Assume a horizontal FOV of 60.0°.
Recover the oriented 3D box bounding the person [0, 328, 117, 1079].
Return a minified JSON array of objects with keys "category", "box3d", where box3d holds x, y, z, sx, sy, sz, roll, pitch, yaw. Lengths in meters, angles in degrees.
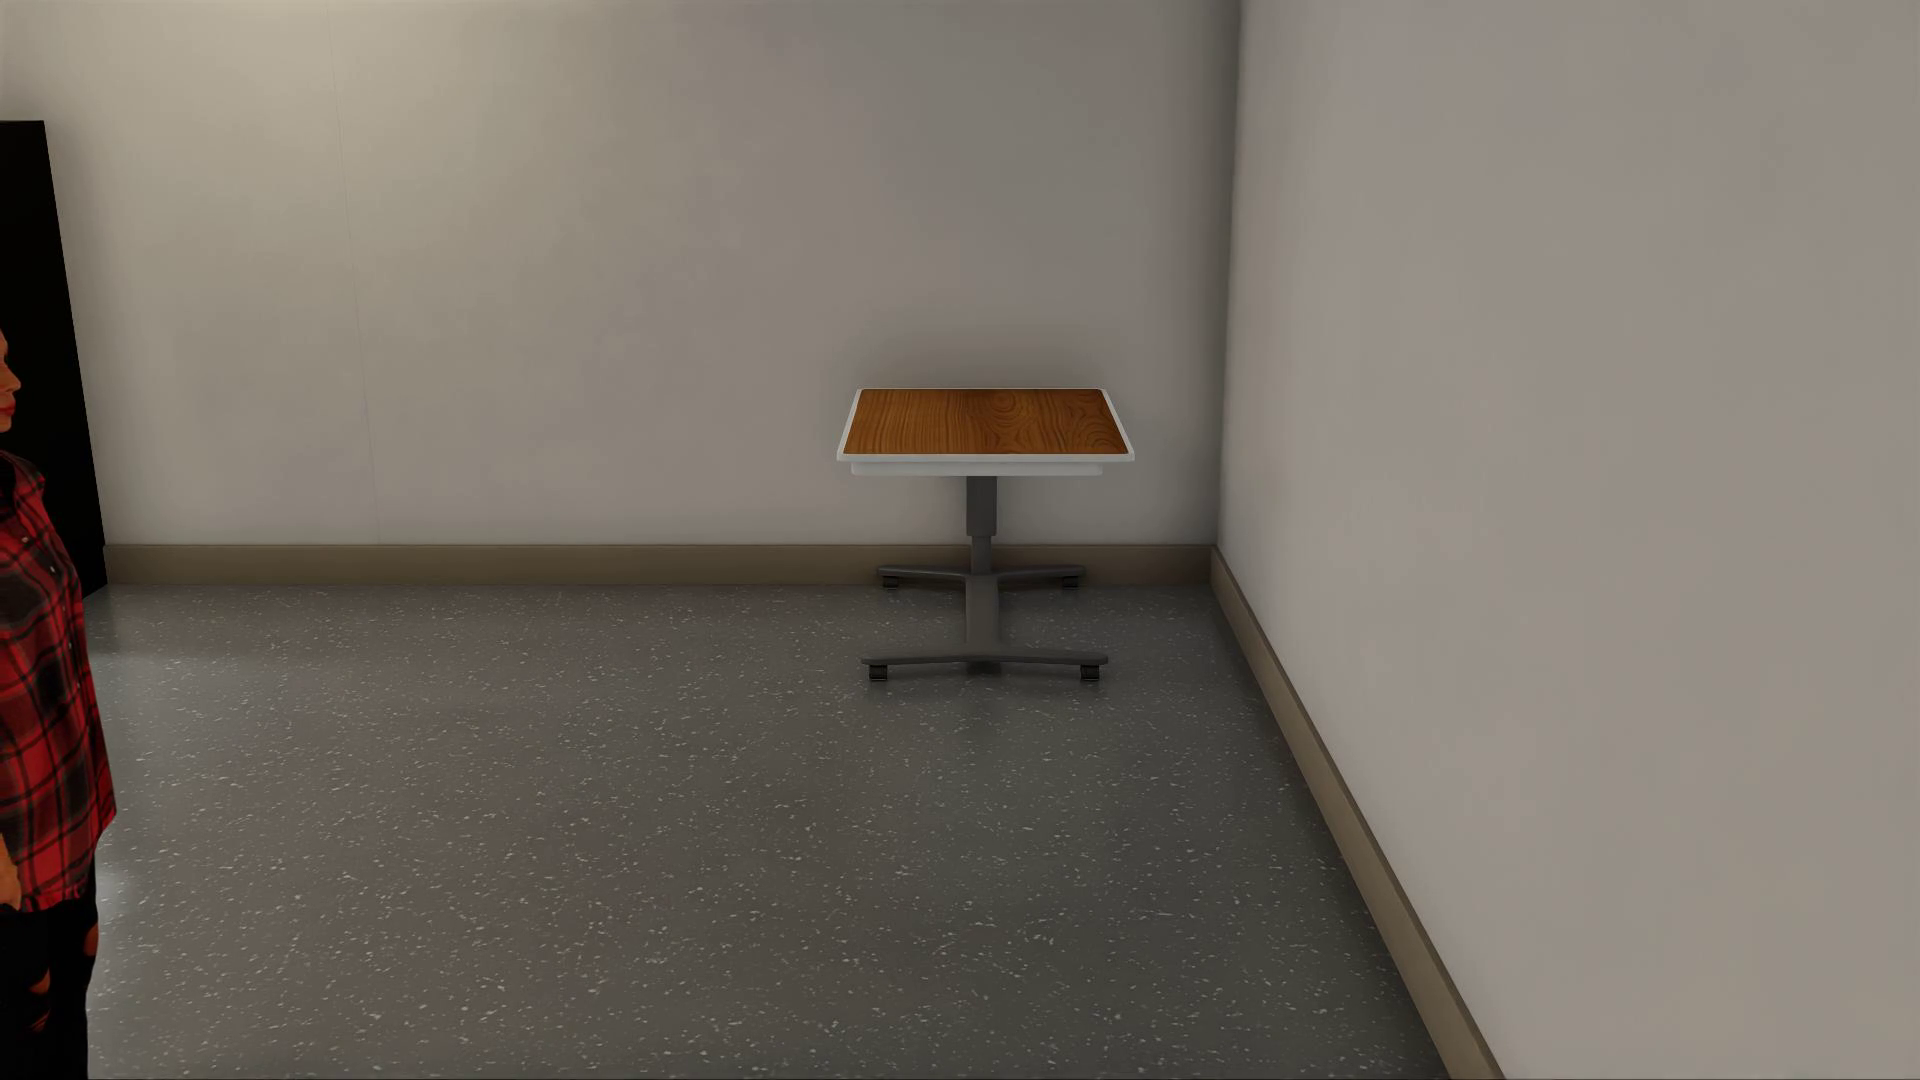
[{"category":"person","box3d":[-1.568,0.432,2.725,0.594,1.702,0.648,-3,16,-9]}]
